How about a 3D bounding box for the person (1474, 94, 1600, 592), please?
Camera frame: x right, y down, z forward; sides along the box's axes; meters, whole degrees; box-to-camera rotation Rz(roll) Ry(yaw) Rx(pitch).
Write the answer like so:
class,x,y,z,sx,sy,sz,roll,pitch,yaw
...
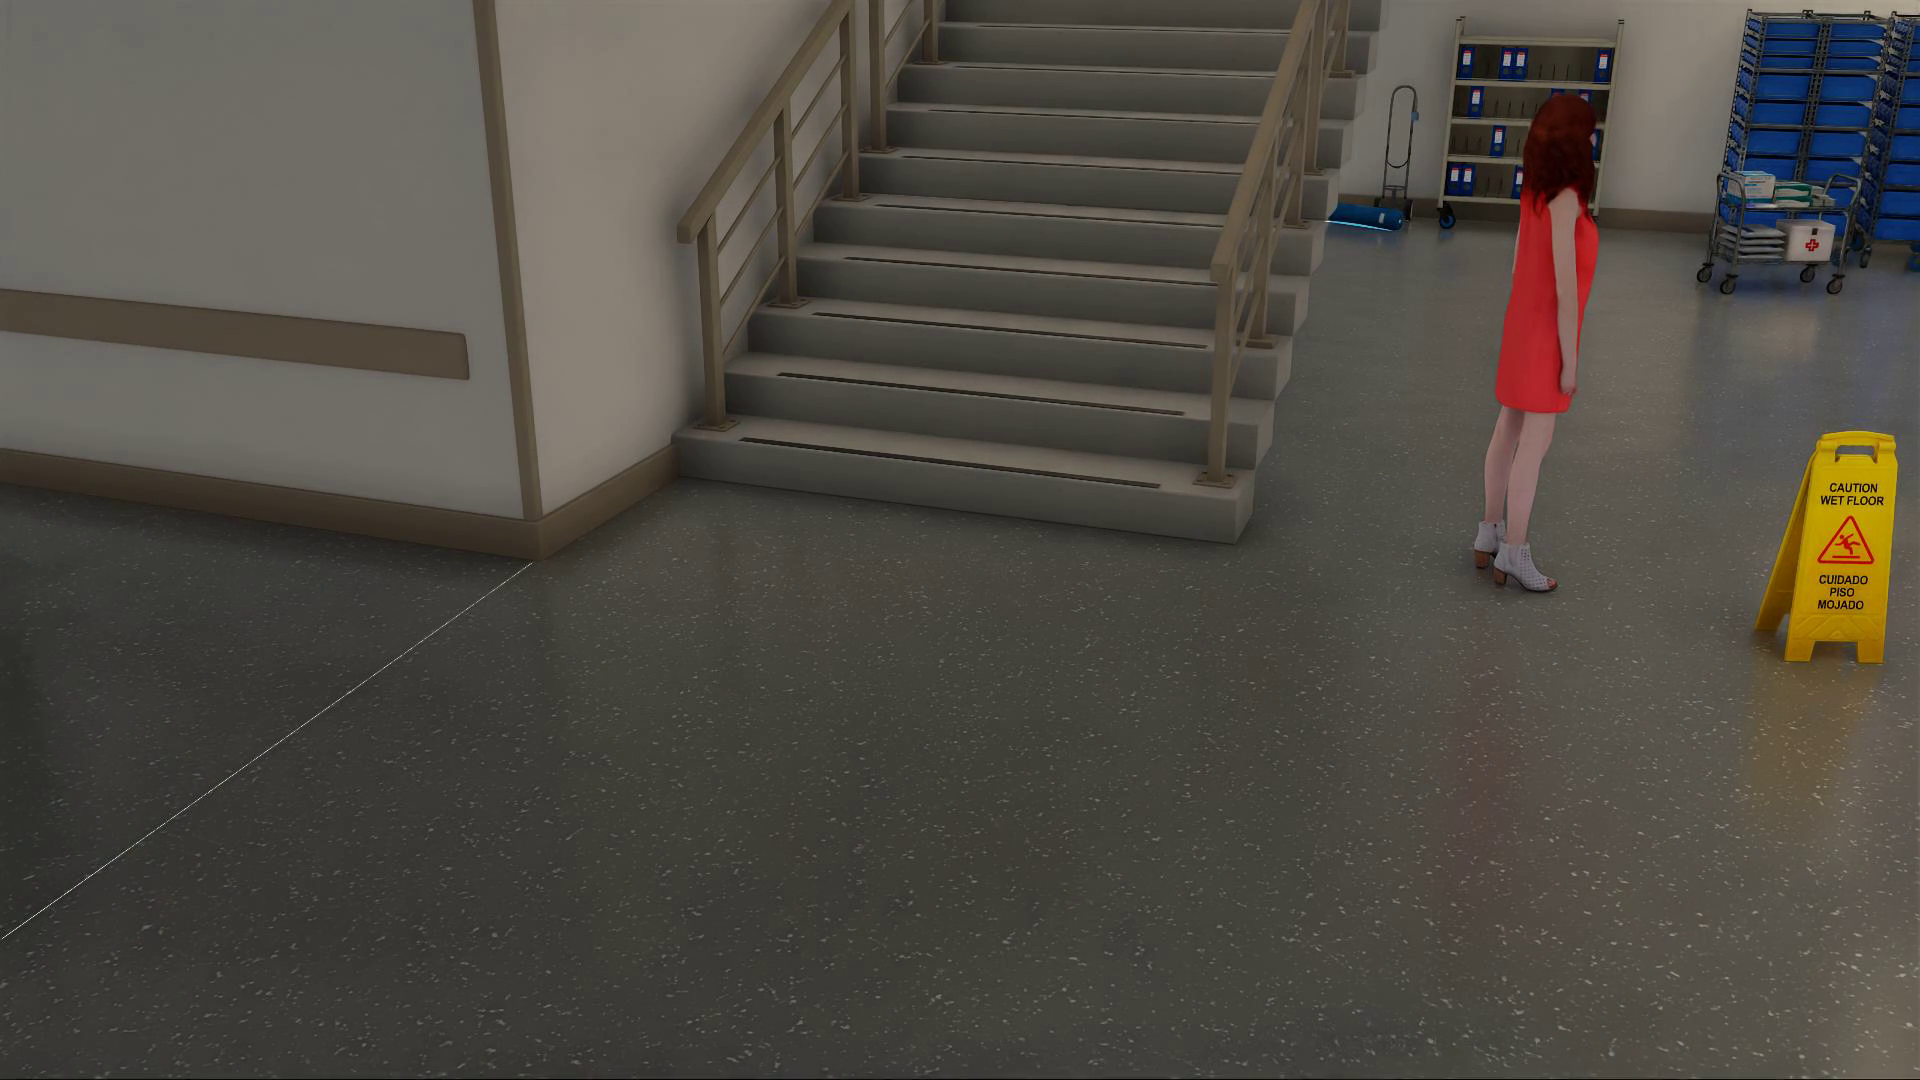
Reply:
class,x,y,z,sx,sy,sz,roll,pitch,yaw
person,2.146,-0.720,6.192,0.712,1.827,0.569,-1,21,-2
